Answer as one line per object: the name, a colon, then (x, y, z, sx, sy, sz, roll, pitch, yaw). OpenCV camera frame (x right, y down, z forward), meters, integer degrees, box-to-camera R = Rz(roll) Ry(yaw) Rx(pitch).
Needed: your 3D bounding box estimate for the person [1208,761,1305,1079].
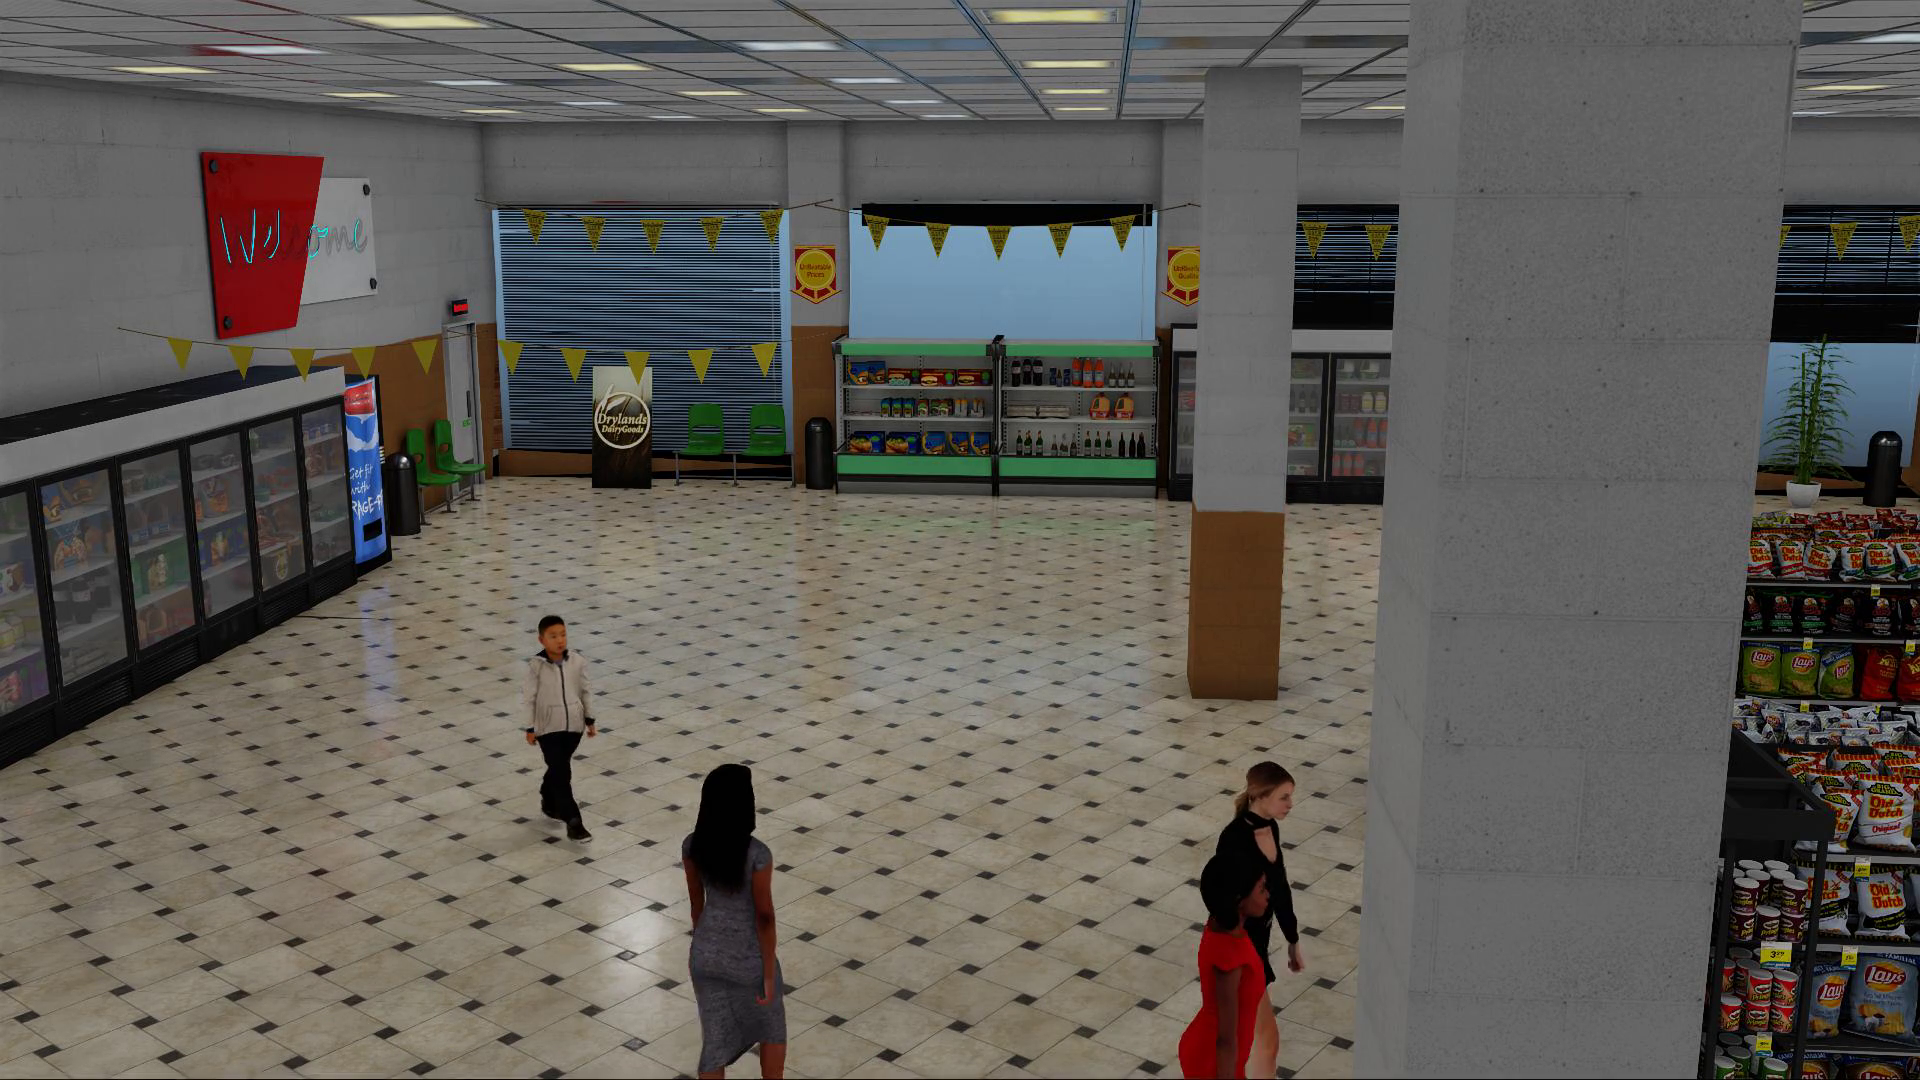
person: (1.159, 1.769, 7.145, 0.946, 1.746, 0.830, 9, 15, 37)

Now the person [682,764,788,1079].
person: (-0.977, 1.820, 6.864, 0.770, 1.762, 0.764, 3, 12, 14)

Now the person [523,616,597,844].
person: (-2.608, 1.189, 10.685, 0.945, 1.423, 1.031, -11, 16, -42)

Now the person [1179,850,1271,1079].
person: (0.875, 1.986, 6.147, 0.664, 1.733, 0.619, 1, 12, 4)
